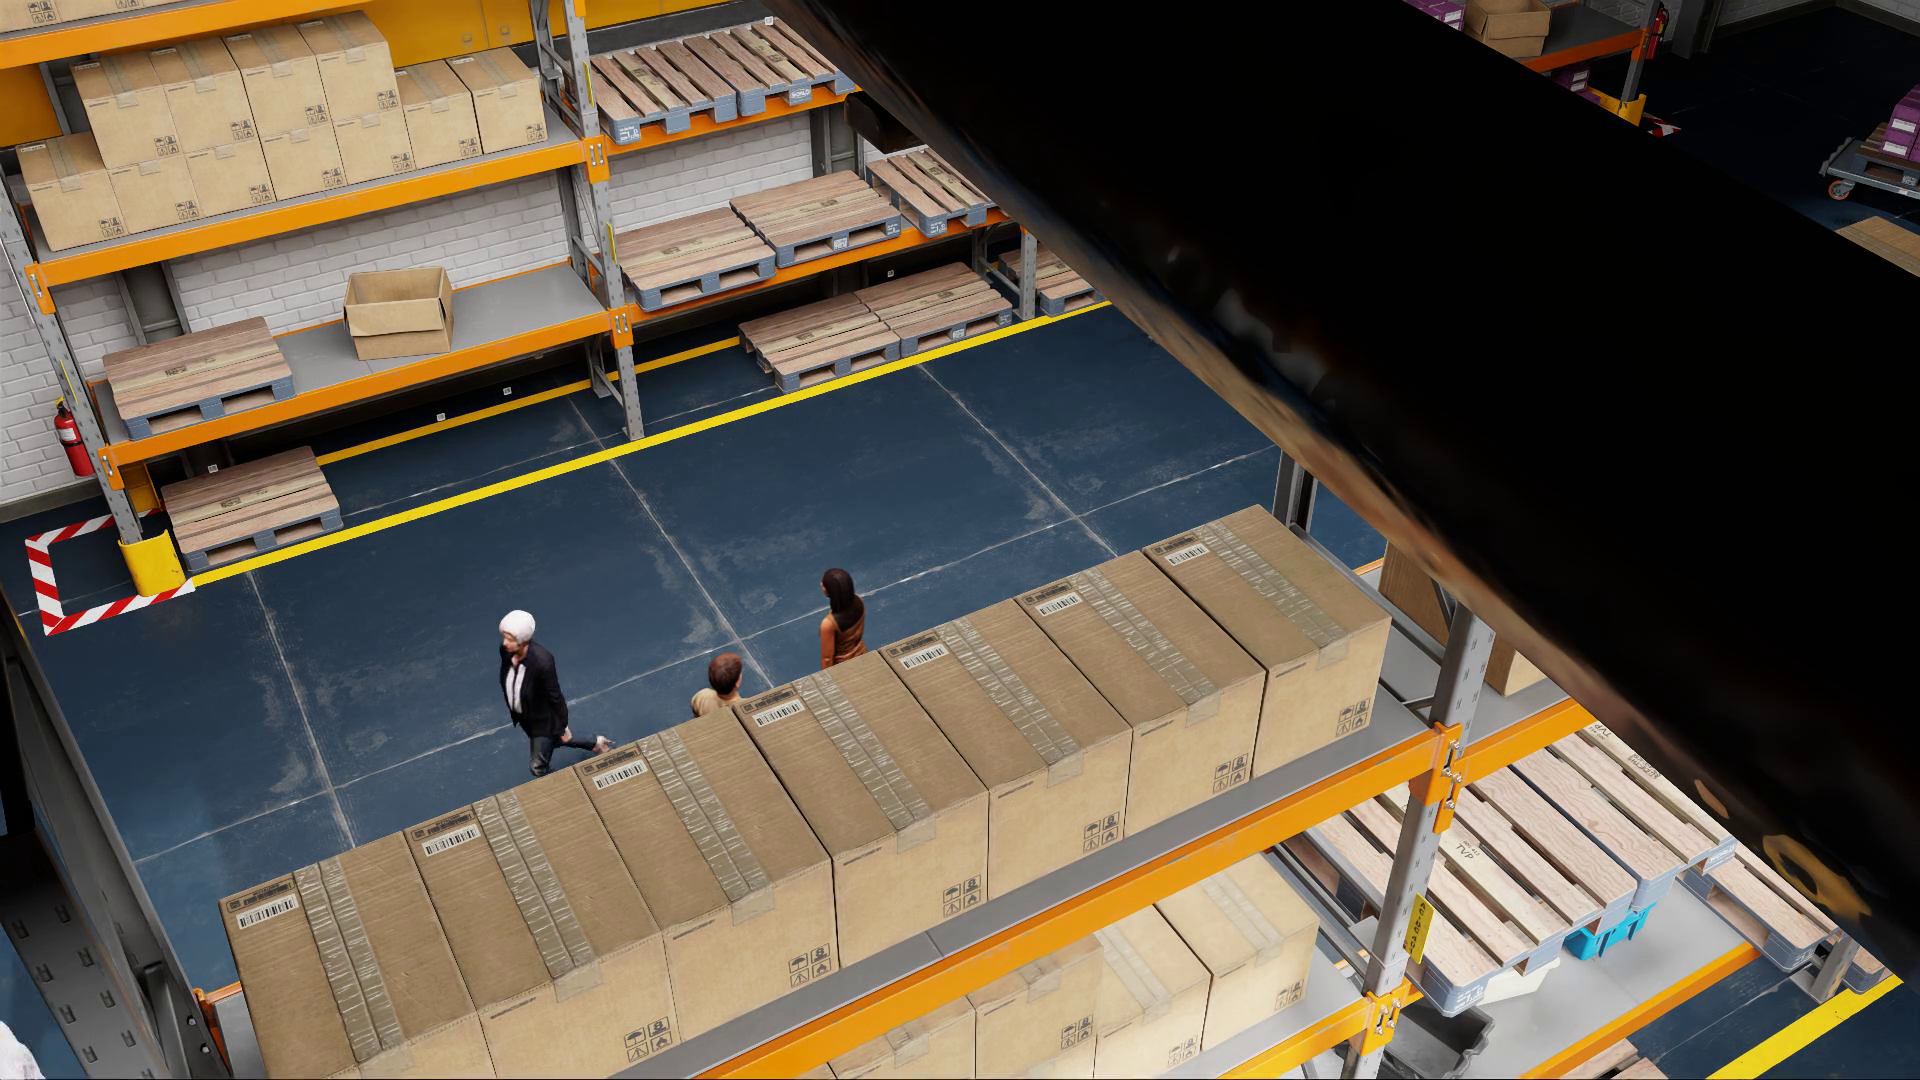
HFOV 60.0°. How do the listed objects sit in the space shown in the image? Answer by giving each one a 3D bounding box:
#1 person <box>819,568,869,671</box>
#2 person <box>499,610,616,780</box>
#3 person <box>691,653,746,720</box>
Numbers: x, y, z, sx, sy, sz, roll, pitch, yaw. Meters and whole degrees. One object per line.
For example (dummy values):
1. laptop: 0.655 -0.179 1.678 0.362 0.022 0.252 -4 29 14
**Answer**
1. person: -0.750 0.853 10.925 0.698 1.683 0.592 21 43 24
2. person: -2.629 1.129 10.752 0.943 1.760 1.139 30 47 32
3. person: -1.353 1.412 10.091 0.754 1.851 0.779 15 41 18
